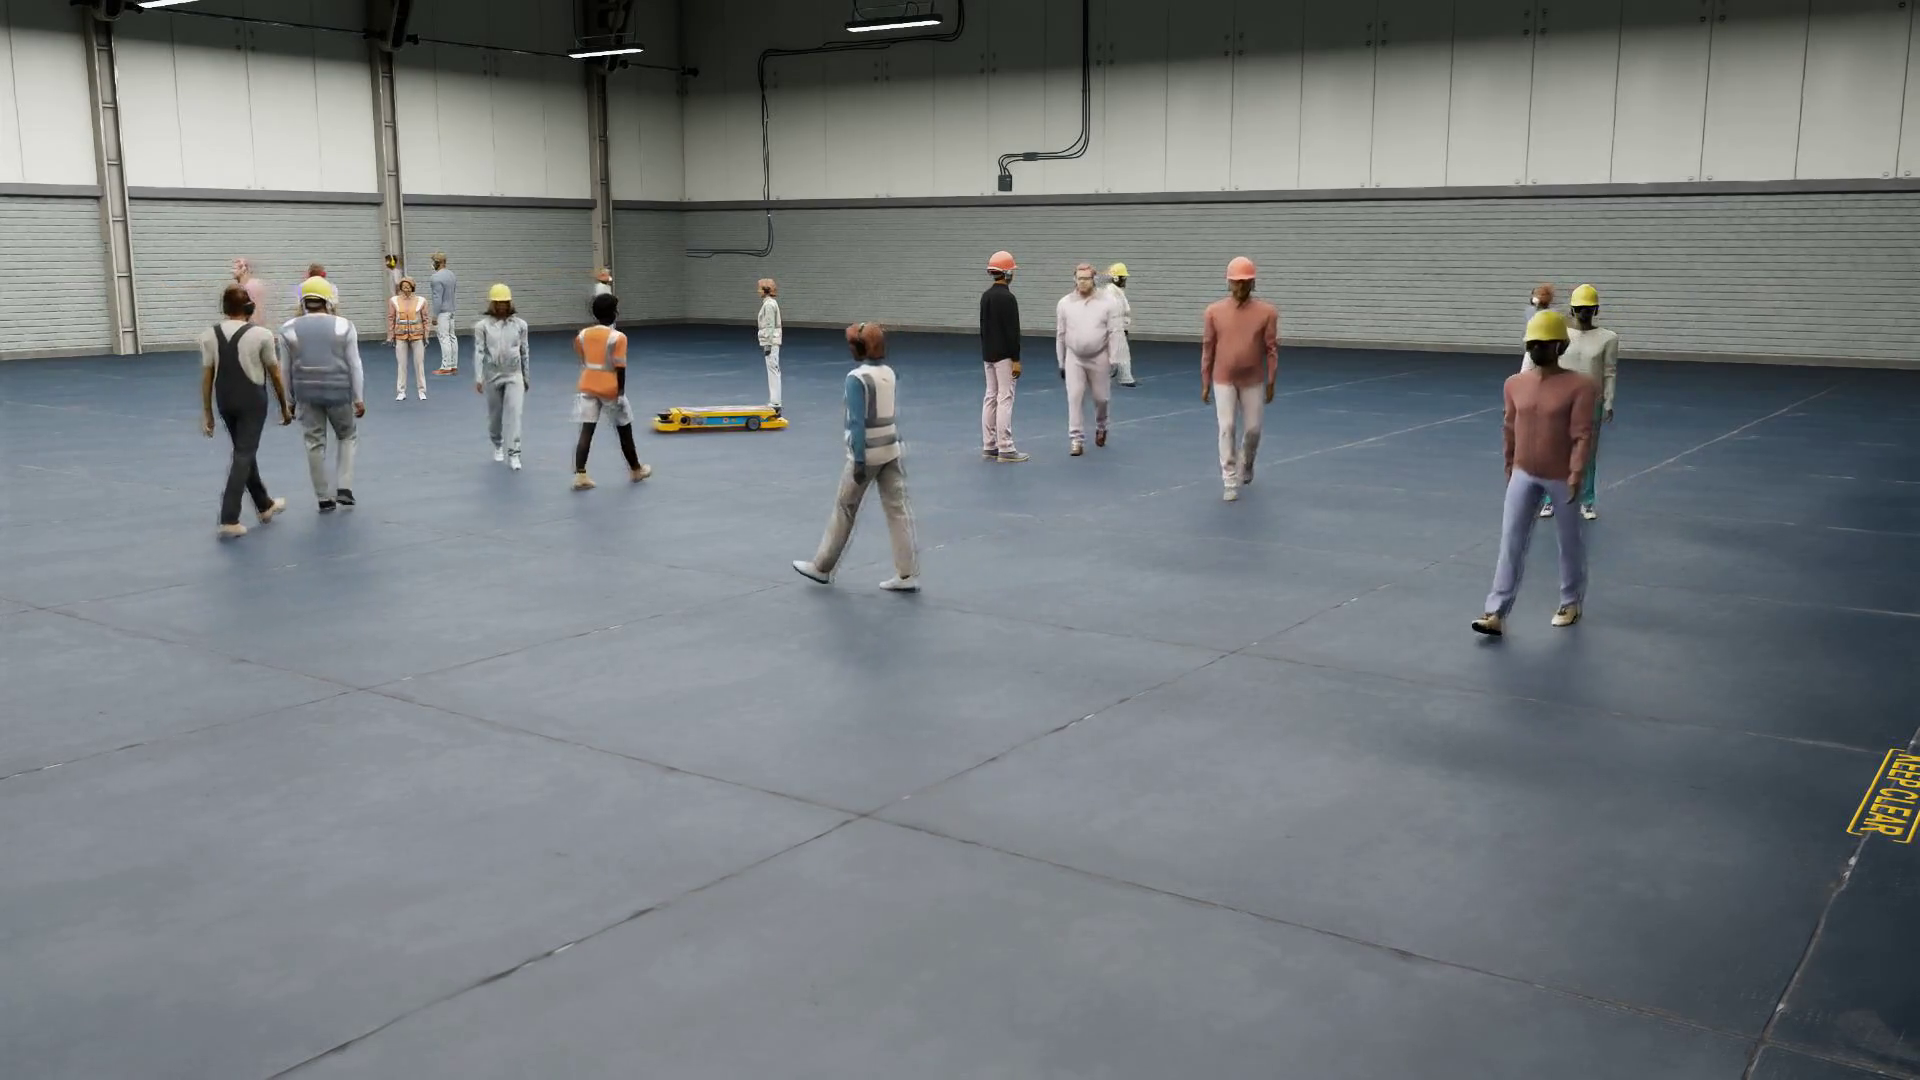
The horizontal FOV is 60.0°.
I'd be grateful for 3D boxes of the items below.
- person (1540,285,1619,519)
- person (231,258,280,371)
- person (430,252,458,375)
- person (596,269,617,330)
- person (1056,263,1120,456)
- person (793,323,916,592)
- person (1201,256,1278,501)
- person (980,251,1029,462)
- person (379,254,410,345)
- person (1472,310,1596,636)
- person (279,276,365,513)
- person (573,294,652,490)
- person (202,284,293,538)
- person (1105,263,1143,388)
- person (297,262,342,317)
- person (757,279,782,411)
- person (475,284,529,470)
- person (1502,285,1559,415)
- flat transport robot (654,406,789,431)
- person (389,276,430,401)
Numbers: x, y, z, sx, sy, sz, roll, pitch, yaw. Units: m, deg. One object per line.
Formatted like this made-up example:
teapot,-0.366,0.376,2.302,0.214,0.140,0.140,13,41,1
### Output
person,4.668,-1.036,12.559,0.523,1.769,0.314,3,11,18
person,-9.786,-2.955,23.019,0.795,1.883,0.646,-10,14,-43
person,-8.168,-3.571,26.279,0.372,1.940,0.632,1,10,7
person,-6.233,-4.032,29.748,0.669,1.608,0.523,1,10,5
person,1.269,-1.803,16.513,0.645,1.885,0.797,1,10,8
person,-0.605,-0.495,9.979,0.830,1.593,0.546,6,12,29
person,2.285,-1.332,13.648,0.622,1.971,0.693,1,10,6
person,0.404,-1.744,15.882,0.376,1.997,0.612,-5,11,-28
person,-11.524,-4.900,33.973,0.653,1.857,0.542,-4,11,-22
person,3.093,-0.347,8.819,0.524,1.719,0.924,9,13,40
person,-4.925,-1.123,12.890,0.619,1.819,0.497,-2,10,-10
person,-3.013,-1.273,14.202,0.533,1.644,0.875,4,11,23
person,-5.143,-0.941,11.981,0.506,1.790,1.011,1,10,8
person,2.194,-3.074,23.902,0.845,1.805,0.594,2,10,10
person,-8.897,-2.945,23.114,0.593,1.820,0.508,1,10,6
person,-2.364,-2.423,20.685,0.311,1.638,0.522,-1,10,-4
person,-4.284,-1.545,15.569,0.496,1.712,0.851,-4,11,-20
person,6.788,-2.204,19.574,0.872,1.581,0.519,-7,12,-33
flat transport robot,-2.681,-1.374,18.643,1.431,0.197,0.652,-3,10,-15
person,-7.298,-2.668,22.060,0.514,1.640,0.310,-2,10,-13
